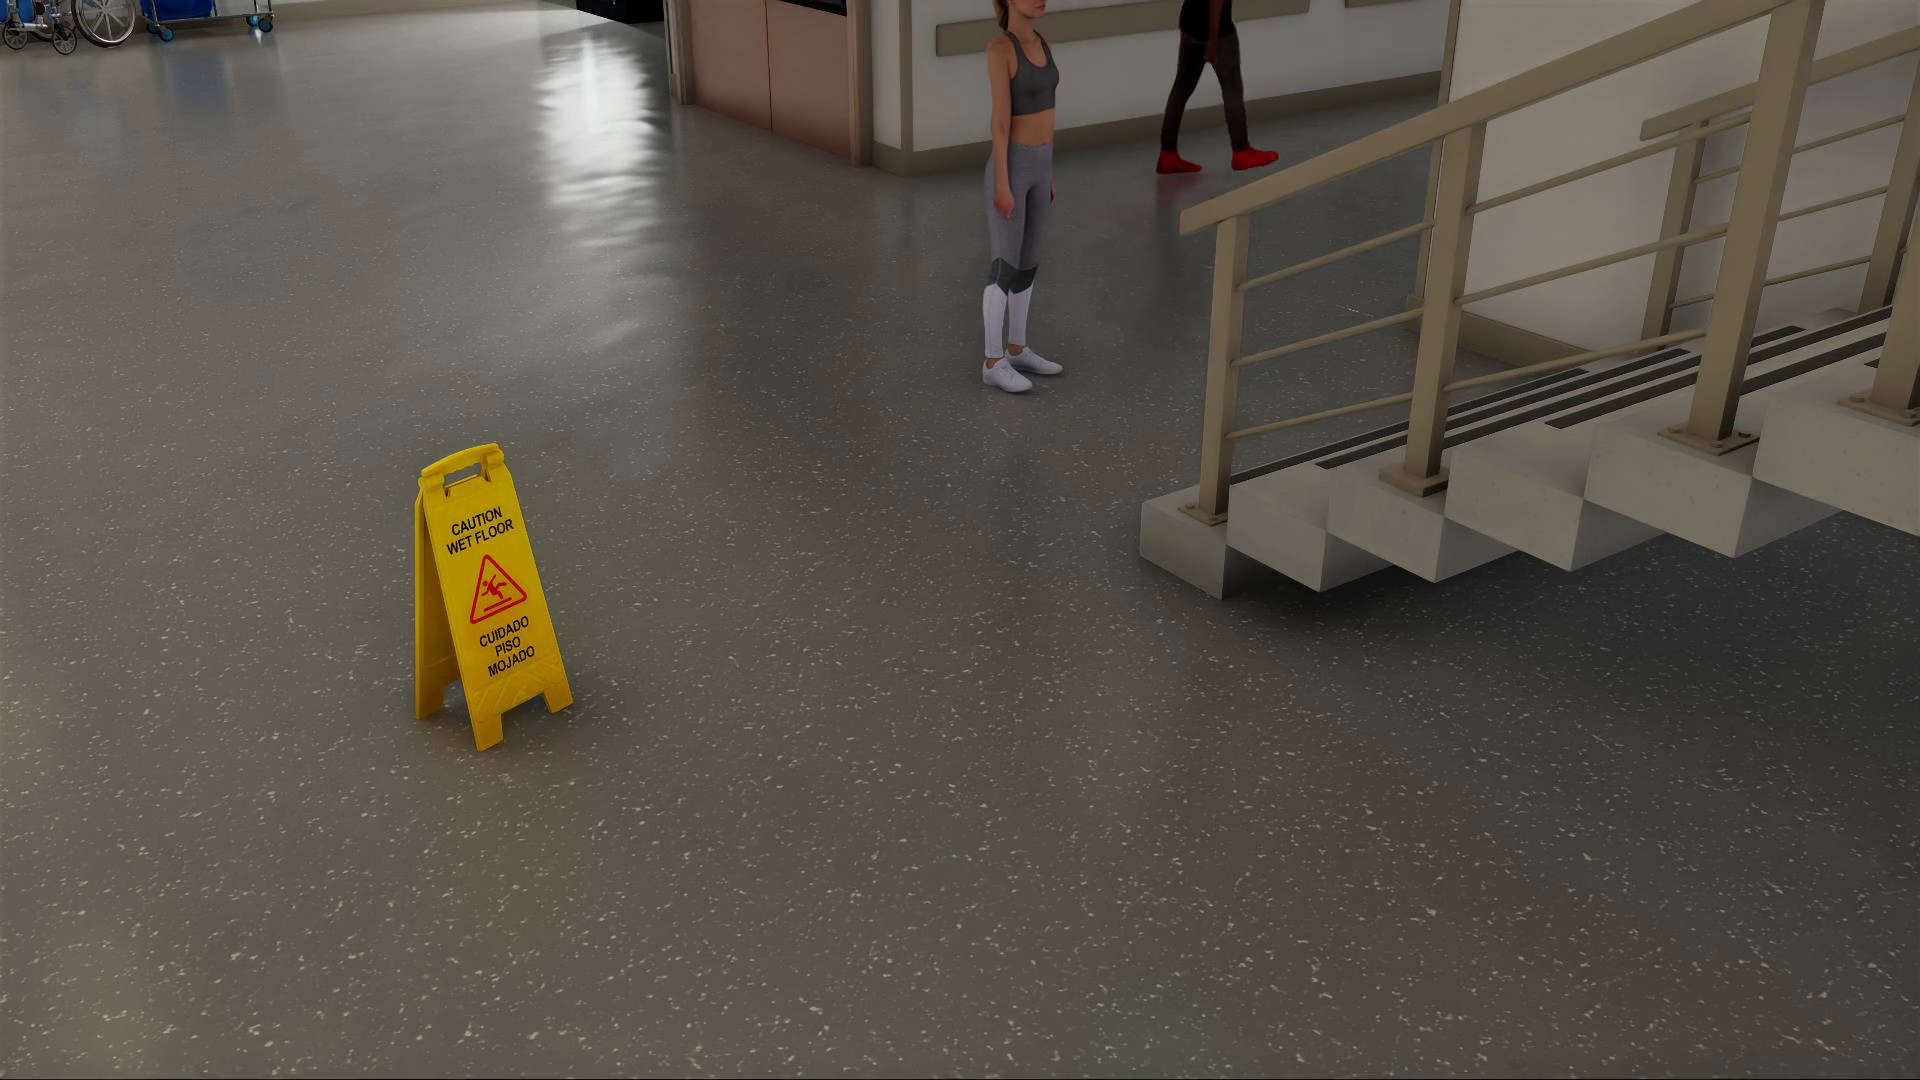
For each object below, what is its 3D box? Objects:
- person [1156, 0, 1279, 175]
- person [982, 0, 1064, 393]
[{"bbox_3d":[1.391,-3.078,10.015,0.879,1.780,0.995,-9,27,-18],"label":"person"},{"bbox_3d":[0.238,-1.470,6.767,0.655,1.704,0.647,16,30,30],"label":"person"}]
